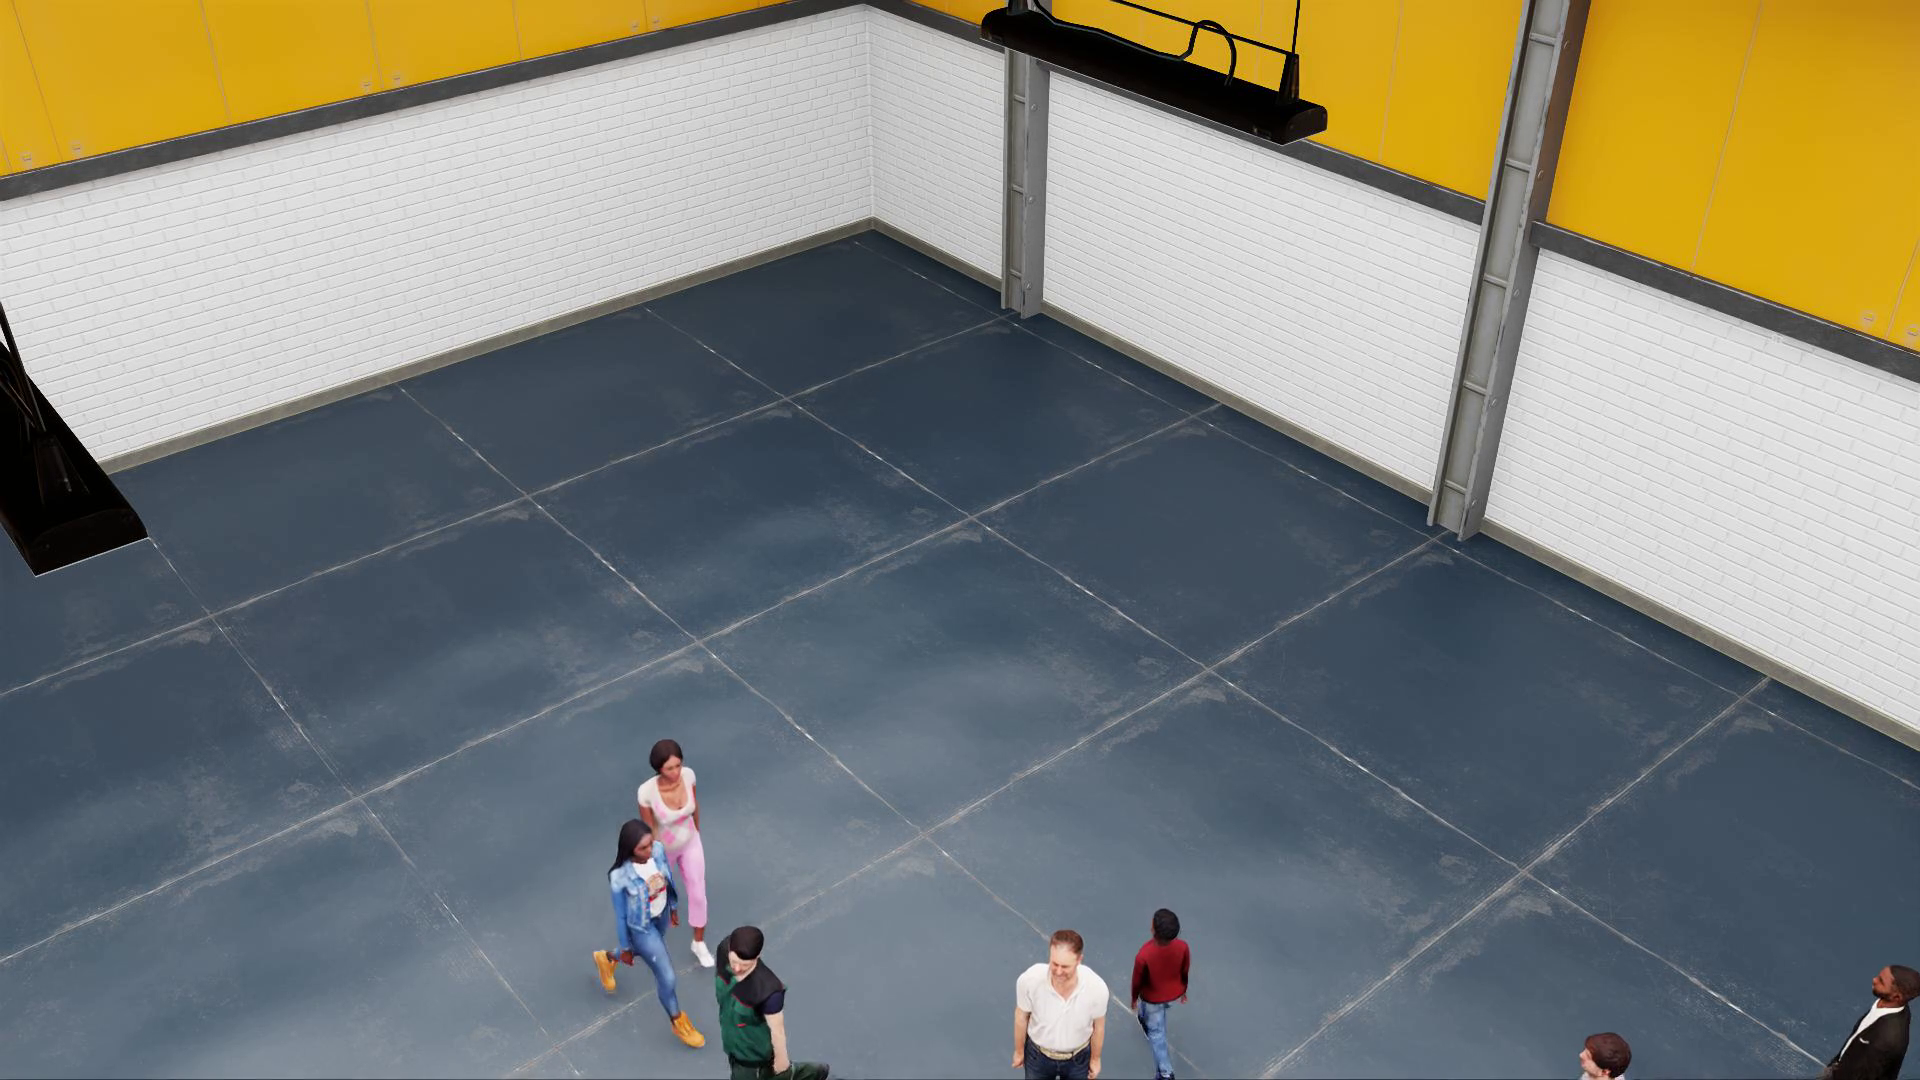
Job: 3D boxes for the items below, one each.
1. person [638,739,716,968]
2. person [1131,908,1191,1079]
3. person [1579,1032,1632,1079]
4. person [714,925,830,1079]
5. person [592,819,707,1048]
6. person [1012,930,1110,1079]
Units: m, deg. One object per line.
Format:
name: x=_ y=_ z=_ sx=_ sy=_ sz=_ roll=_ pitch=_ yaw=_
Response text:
person: x=-1.896 y=1.938 z=10.738 sx=0.627 sy=1.713 sz=1.105 roll=-20 pitch=38 yaw=-27
person: x=1.223 y=2.745 z=9.955 sx=0.680 sy=1.235 sz=0.935 roll=-13 pitch=36 yaw=-18
person: x=3.281 y=3.260 z=8.648 sx=1.064 sy=1.824 sz=0.958 roll=9 pitch=35 yaw=13
person: x=-1.088 y=2.774 z=9.343 sx=0.807 sy=1.864 sz=1.012 roll=-20 pitch=39 yaw=-27
person: x=-1.984 y=2.329 z=10.183 sx=1.233 sy=1.676 sz=0.878 roll=18 pitch=38 yaw=25
person: x=0.557 y=2.825 z=9.274 sx=0.722 sy=1.856 sz=0.811 roll=7 pitch=34 yaw=10
